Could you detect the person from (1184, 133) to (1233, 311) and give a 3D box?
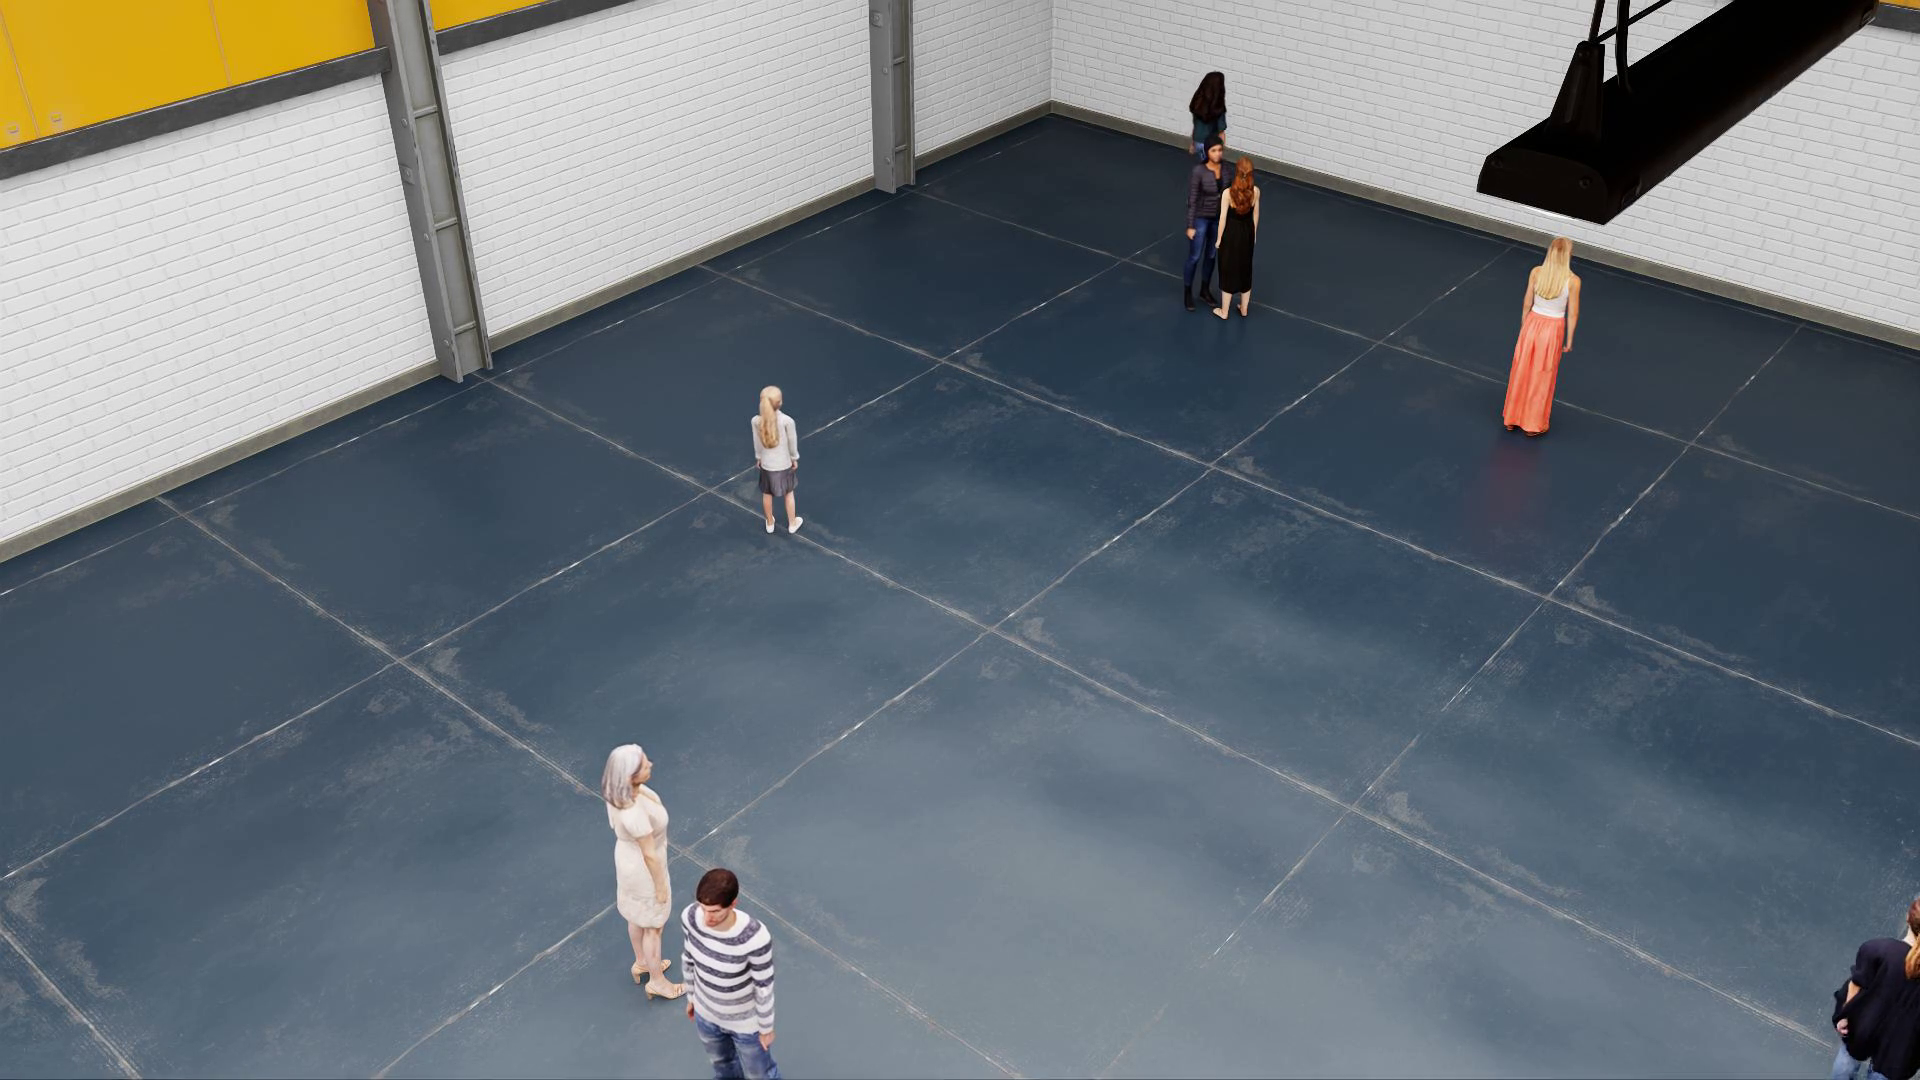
[{"bbox_3d":[2.418,-3.113,16.262,0.656,1.746,0.770,-12,35,-17],"label":"person"}]

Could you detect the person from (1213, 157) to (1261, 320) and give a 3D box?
[{"bbox_3d":[2.680,-2.909,16.065,0.656,1.624,0.730,-8,34,-12],"label":"person"}]

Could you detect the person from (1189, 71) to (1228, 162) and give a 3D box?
[{"bbox_3d":[2.650,-4.299,18.173,0.667,1.605,0.637,-26,41,-33],"label":"person"}]

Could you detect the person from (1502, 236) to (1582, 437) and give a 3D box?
[{"bbox_3d":[4.949,-1.731,14.132,0.623,1.803,0.568,26,42,34],"label":"person"}]

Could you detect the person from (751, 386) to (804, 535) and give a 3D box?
[{"bbox_3d":[-1.430,-0.628,12.946,0.600,1.277,0.647,3,34,5],"label":"person"}]

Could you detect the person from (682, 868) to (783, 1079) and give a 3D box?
[{"bbox_3d":[-1.099,2.260,8.088,0.687,1.846,0.600,16,37,23],"label":"person"}]

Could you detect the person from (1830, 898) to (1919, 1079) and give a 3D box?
[{"bbox_3d":[4.456,2.416,8.024,0.739,1.657,1.112,17,37,24],"label":"person"}]

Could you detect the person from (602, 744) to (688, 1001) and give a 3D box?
[{"bbox_3d":[-1.703,1.783,8.905,0.642,1.736,0.661,-19,38,-26],"label":"person"}]
